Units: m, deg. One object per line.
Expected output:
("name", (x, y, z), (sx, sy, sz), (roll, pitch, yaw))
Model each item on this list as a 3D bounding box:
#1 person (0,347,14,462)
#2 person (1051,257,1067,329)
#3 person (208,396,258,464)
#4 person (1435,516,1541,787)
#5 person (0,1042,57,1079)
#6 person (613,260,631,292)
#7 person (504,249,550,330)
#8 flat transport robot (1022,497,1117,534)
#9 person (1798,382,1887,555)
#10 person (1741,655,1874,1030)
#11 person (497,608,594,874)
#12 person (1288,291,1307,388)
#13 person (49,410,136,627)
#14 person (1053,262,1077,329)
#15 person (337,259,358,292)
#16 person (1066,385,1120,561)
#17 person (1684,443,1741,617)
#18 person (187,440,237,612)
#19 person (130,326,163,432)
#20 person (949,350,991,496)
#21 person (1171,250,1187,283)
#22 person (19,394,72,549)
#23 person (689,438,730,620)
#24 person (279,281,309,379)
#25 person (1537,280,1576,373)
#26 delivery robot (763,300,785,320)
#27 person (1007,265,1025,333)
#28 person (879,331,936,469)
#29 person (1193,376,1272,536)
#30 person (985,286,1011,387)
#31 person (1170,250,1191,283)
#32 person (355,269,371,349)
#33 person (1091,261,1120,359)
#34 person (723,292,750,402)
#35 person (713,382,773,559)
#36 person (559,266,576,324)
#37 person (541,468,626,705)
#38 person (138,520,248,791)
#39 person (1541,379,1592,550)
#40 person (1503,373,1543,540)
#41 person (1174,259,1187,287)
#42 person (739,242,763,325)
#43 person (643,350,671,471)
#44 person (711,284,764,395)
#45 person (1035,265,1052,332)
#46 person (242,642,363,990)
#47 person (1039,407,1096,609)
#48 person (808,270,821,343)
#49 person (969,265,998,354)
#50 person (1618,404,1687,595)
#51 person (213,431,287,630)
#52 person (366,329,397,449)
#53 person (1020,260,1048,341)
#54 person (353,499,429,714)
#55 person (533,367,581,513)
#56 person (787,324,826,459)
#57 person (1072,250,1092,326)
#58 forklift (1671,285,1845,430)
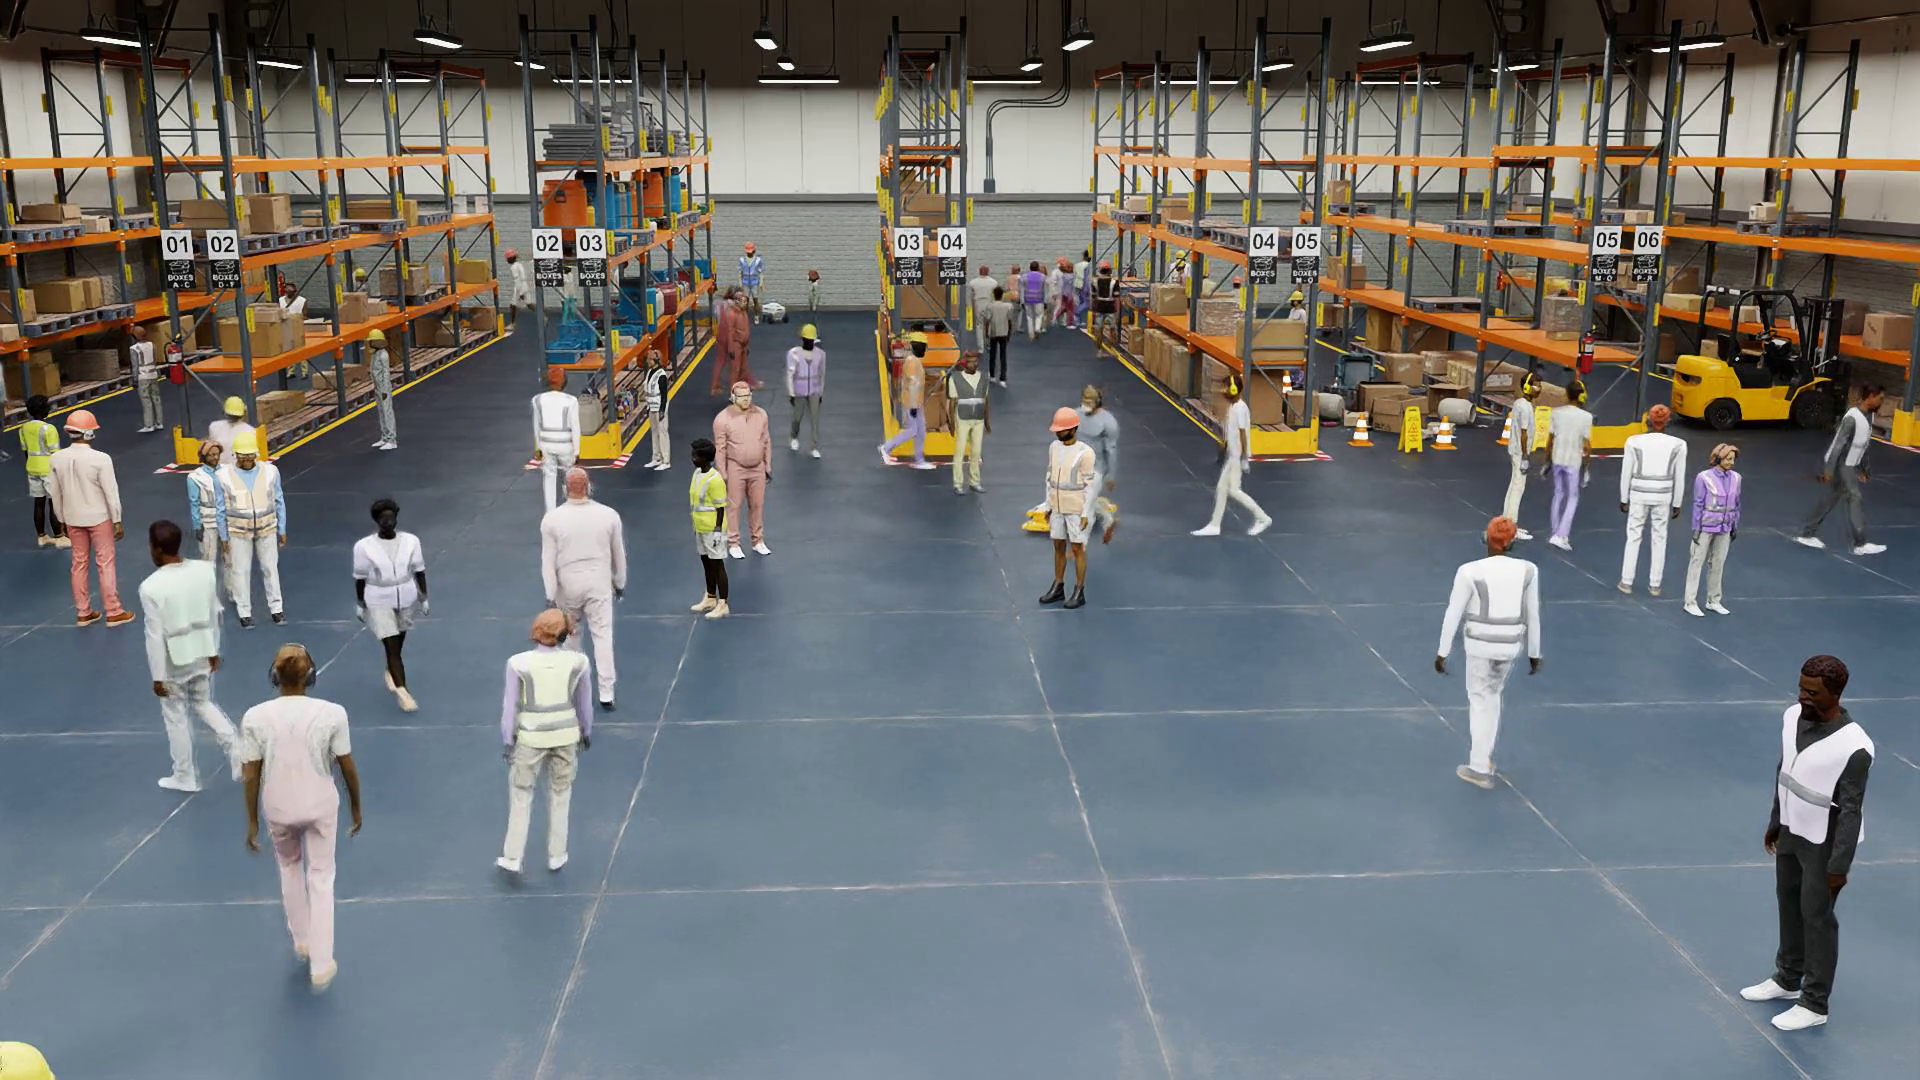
("person", (-13.538, -1.985, 23.307), (0.349, 1.747, 0.578), (0, 13, 0))
("person", (2.451, -5.979, 40.246), (0.588, 1.743, 0.357), (-13, 18, -43))
("person", (-7.836, -0.719, 17.989), (0.551, 1.711, 0.615), (-1, 13, -6))
("person", (3.620, 0.753, 11.456), (0.708, 1.859, 0.562), (-2, 13, -7))
("person", (-2.771, 2.323, 5.069), (0.321, 1.741, 0.489), (-5, 14, -20))
("person", (-7.591, -5.448, 37.481), (0.411, 1.987, 0.612), (-1, 13, -6))
("person", (-10.420, -5.991, 39.819), (1.106, 1.983, 0.630), (1, 13, 4))
("flat transport robot", (1.290, -0.320, 19.417), (0.652, 0.197, 1.431), (6, 15, 24))
("person", (9.622, -0.779, 17.947), (0.982, 1.864, 0.622), (11, 17, 39))
("person", (4.244, 1.484, 8.267), (0.397, 1.911, 0.588), (-1, 13, -6))
("person", (-2.499, 1.208, 10.065), (0.589, 1.607, 0.371), (-5, 14, -22))
("person", (6.113, -3.651, 30.326), (0.309, 1.769, 0.523), (-5, 14, -19))
("person", (-7.941, -0.197, 15.198), (0.623, 1.992, 0.397), (1, 13, 6))
("person", (2.553, -5.905, 40.184), (0.504, 1.615, 0.505), (-6, 15, -23))
("person", (-13.968, -5.490, 37.983), (0.533, 1.845, 0.536), (0, 13, 0))
("person", (1.470, -0.741, 17.731), (0.815, 1.895, 0.675), (-11, 17, -40))
("person", (7.049, -0.096, 15.557), (0.515, 1.634, 0.312), (-4, 14, -17))
("person", (-7.037, -0.144, 15.759), (0.310, 1.631, 0.507), (8, 15, 30))
("person", (-12.546, -2.474, 25.614), (0.313, 1.637, 0.513), (3, 14, 13))
("person", (0.111, -1.495, 21.025), (0.571, 1.840, 0.373), (-7, 15, -27))
("person", (5.220, -5.920, 39.591), (0.371, 1.925, 0.595), (6, 15, 24))
("person", (-9.973, -0.742, 18.147), (0.535, 1.697, 0.318), (6, 14, 22))
("person", (-2.342, -0.110, 15.469), (0.317, 1.694, 0.540), (-8, 16, -31))
("person", (-12.612, -3.973, 31.503), (0.569, 1.848, 0.378), (1, 13, 2))
("person", (11.693, -4.191, 32.569), (0.599, 1.796, 0.921), (-7, 15, -26))
("delivery robot", (-4.661, -5.763, 41.665), (0.477, 0.478, 0.707), (-8, 15, -30))
("person", (1.310, -5.698, 39.352), (0.525, 1.582, 0.752), (10, 17, 37))
("person", (-0.704, -1.885, 22.584), (0.707, 1.884, 0.622), (2, 13, 8))
("person", (3.066, -0.917, 18.618), (0.896, 1.820, 0.603), (1, 13, 4))
("person", (0.698, -3.766, 30.713), (0.505, 1.814, 1.015), (-2, 13, -7))
("person", (5.377, -6.128, 40.586), (0.593, 1.874, 0.386), (-8, 15, -30))
("person", (-12.963, -5.024, 36.193), (0.313, 1.741, 0.487), (1, 13, 4))
("person", (3.021, -4.742, 34.439), (0.652, 2.020, 0.461), (4, 14, 18))
("person", (-3.813, -3.317, 28.639), (0.395, 1.898, 0.650), (4, 14, 17))
("person", (-2.295, -0.748, 17.753), (0.647, 1.900, 0.402), (-9, 16, -32))
("person", (-9.168, -5.666, 38.885), (0.338, 1.757, 0.549), (4, 14, 15))
("person", (-2.966, 0.356, 13.172), (0.669, 1.859, 1.006), (-5, 14, -21))
("person", (-5.193, 0.795, 11.184), (0.624, 1.906, 0.605), (5, 14, 22))
("person", (6.630, -0.829, 18.201), (0.461, 1.882, 0.569), (-12, 18, -40))
("person", (6.307, -0.946, 18.654), (0.315, 1.864, 0.526), (2, 13, 10))
("person", (5.165, -5.681, 38.931), (0.329, 1.765, 0.525), (0, 13, 0))
("person", (-5.169, -6.327, 41.085), (0.605, 2.035, 0.389), (1, 13, 4))
("person", (-4.120, -1.771, 22.628), (0.307, 1.641, 0.514), (-9, 16, -34))
("person", (-4.012, -3.599, 29.512), (0.702, 2.000, 1.095), (10, 17, 37))
("person", (1.917, -5.683, 39.280), (0.506, 1.605, 0.774), (1, 13, 5))
("person", (-3.446, 1.406, 8.781), (0.555, 1.816, 0.749), (-3, 14, -13))
("person", (1.014, -0.307, 15.808), (0.542, 1.929, 0.374), (12, 18, 42))
("person", (-3.293, -5.259, 37.420), (0.280, 1.633, 0.500), (-4, 14, -16))
("person", (0.511, -4.930, 35.507), (0.649, 1.881, 0.791), (1, 13, 3))
("person", (6.760, -0.390, 16.269), (0.576, 1.881, 0.343), (4, 14, 16))
("person", (-6.432, -0.092, 15.126), (0.593, 1.824, 0.403), (-8, 15, -30))
("person", (-8.432, -2.194, 24.198), (0.297, 1.744, 0.487), (-10, 16, -35))
("person", (1.675, -5.407, 37.643), (0.627, 1.829, 0.468), (1, 13, 6))
("person", (-4.466, 0.476, 13.082), (0.542, 1.651, 0.895), (-10, 17, -37))
("person", (-4.602, -1.069, 19.170), (0.602, 1.854, 0.791), (2, 13, 7))
("person", (-2.200, -2.150, 23.705), (0.587, 1.890, 0.906), (-4, 14, -18))
("person", (3.028, -6.172, 40.758), (0.453, 1.881, 0.692), (-4, 14, -17))
("forklift", (12.503, -2.886, 26.166), (2.313, 2.155, 1.214), (-1, 13, -3))
